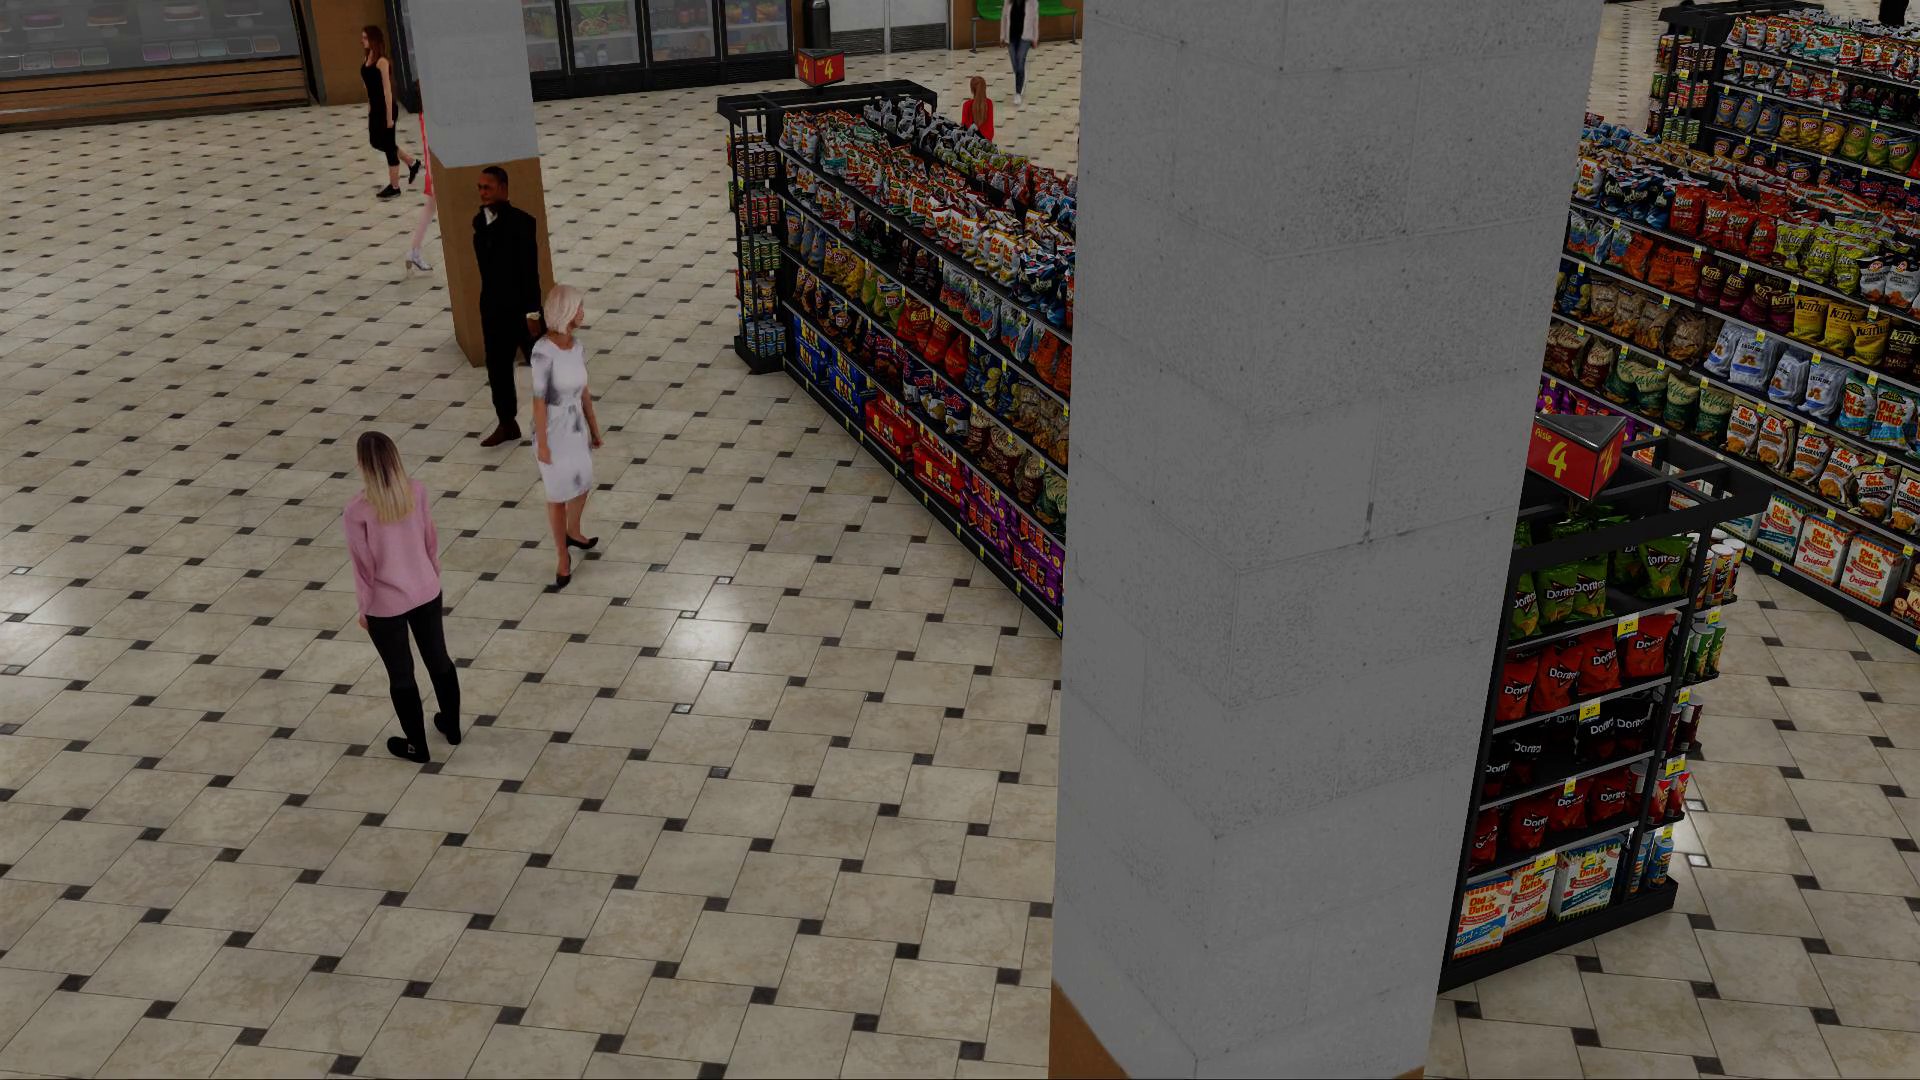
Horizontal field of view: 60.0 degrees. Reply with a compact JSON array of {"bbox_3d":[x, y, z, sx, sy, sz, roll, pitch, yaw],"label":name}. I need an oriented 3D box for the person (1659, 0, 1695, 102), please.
[{"bbox_3d":[9.094,-6.192,21.044,0.608,1.270,0.677,13,30,23],"label":"person"}]

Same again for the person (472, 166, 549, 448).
[{"bbox_3d":[-2.971,-1.610,11.335,1.232,1.880,1.208,13,30,24],"label":"person"}]

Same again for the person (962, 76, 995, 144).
[{"bbox_3d":[0.193,-4.021,16.750,0.503,1.282,0.510,-8,28,-16],"label":"person"}]

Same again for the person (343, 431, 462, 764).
[{"bbox_3d":[-2.629,0.269,7.842,0.668,1.687,0.674,22,34,36],"label":"person"}]

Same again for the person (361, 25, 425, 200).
[{"bbox_3d":[-5.805,-4.375,16.966,0.783,1.719,0.838,-22,34,-36],"label":"person"}]

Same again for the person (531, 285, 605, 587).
[{"bbox_3d":[-2.313,-0.574,9.474,0.787,1.715,0.757,21,34,35],"label":"person"}]

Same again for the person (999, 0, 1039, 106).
[{"bbox_3d":[0.757,-6.353,20.991,1.045,1.607,1.116,9,28,17],"label":"person"}]
